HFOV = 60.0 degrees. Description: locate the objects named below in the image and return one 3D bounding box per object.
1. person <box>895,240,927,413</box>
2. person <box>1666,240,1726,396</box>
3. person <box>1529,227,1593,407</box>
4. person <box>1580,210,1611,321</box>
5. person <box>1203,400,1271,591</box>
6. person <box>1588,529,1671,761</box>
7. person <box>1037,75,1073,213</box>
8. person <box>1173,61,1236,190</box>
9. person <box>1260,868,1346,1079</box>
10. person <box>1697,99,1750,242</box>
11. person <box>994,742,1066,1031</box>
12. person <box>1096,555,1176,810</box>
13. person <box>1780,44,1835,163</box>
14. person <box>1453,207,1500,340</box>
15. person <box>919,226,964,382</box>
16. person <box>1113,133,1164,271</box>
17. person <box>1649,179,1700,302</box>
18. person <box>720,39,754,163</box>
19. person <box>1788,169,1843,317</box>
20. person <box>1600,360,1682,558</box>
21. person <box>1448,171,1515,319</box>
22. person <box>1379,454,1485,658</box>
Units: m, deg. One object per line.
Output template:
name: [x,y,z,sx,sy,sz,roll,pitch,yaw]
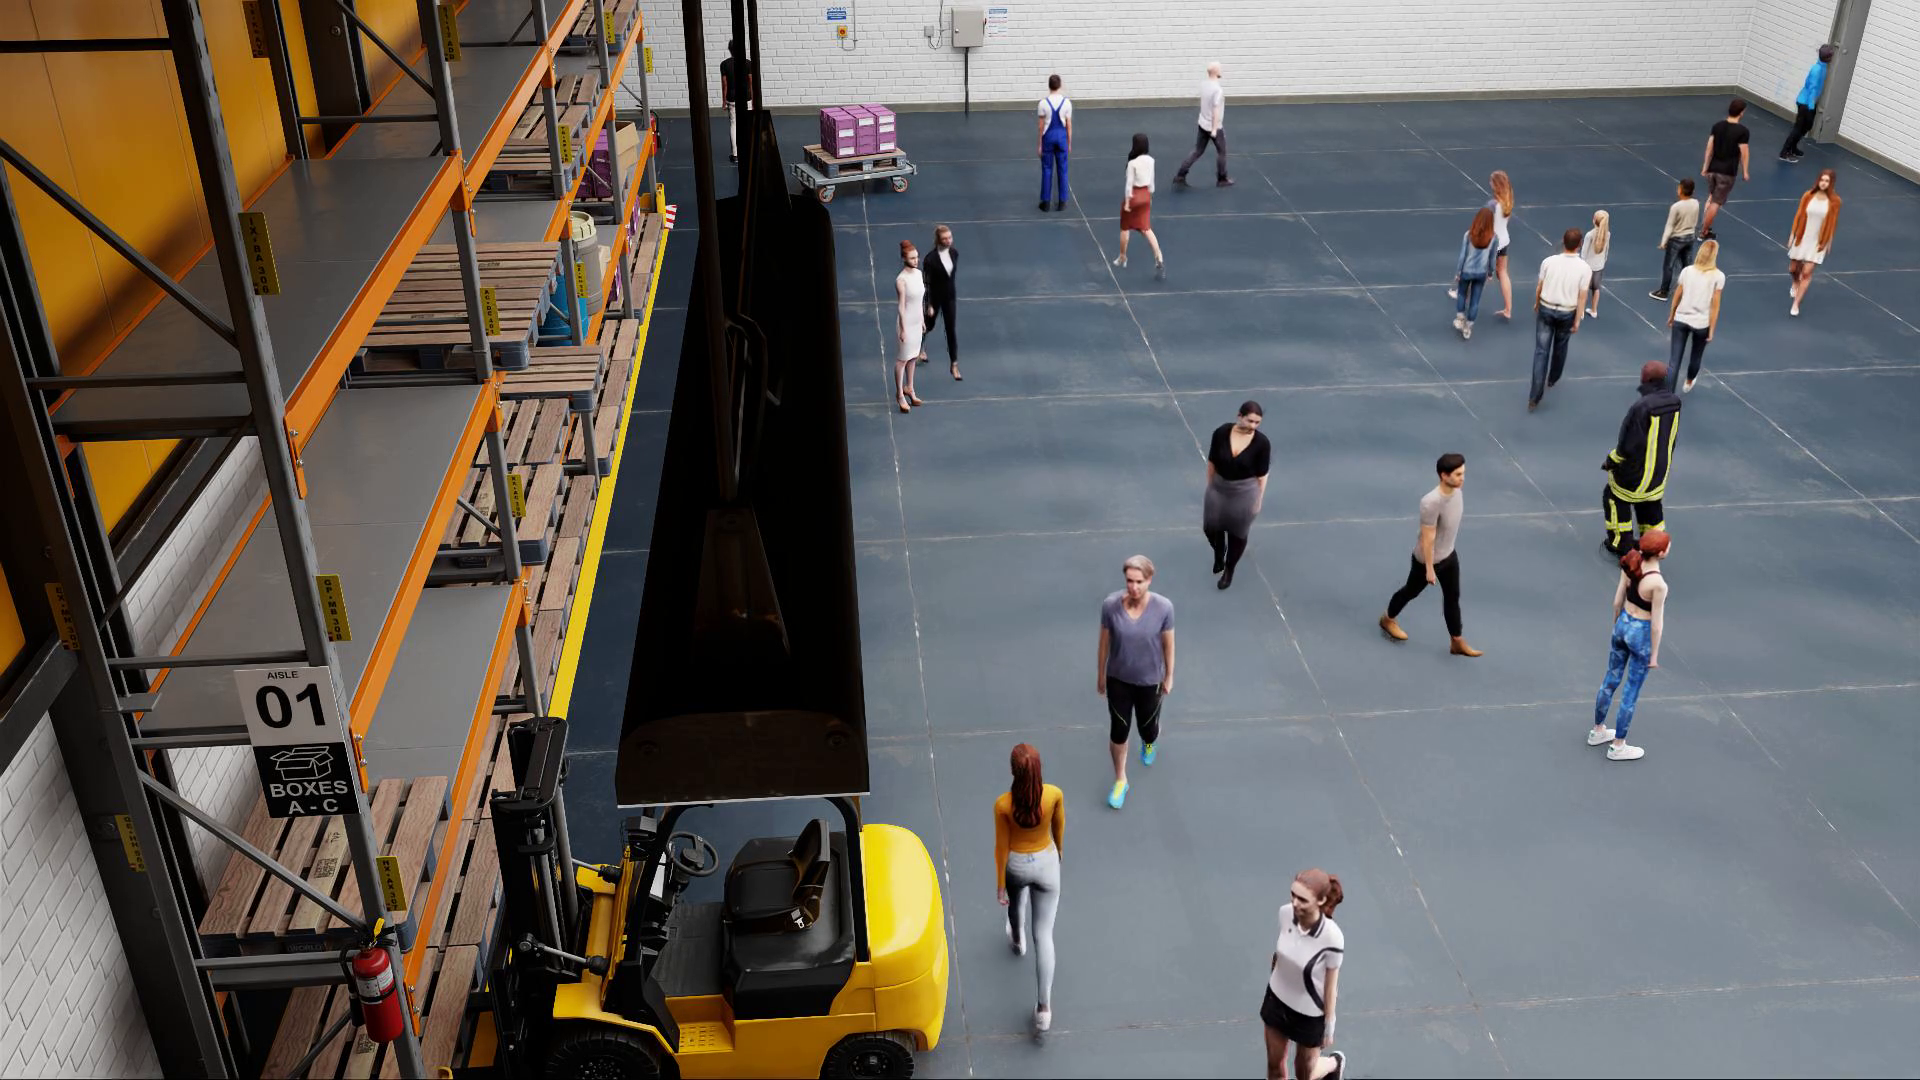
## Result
person: [-0.515,-2.169,16.876,0.706,1.793,0.617,17,33,28]
person: [7.367,-2.114,16.807,1.043,1.763,1.208,16,32,26]
person: [6.063,-2.244,17.002,1.047,1.803,1.323,11,31,20]
person: [7.354,-3.202,19.315,0.573,1.271,0.587,-10,30,-18]
person: [2.295,-0.393,13.688,0.821,1.729,0.857,16,32,26]
person: [4.691,0.720,11.588,0.698,1.785,0.610,-11,31,-20]
person: [1.293,-5.455,22.841,0.630,1.849,0.571,-1,29,-2]
person: [3.462,-5.858,23.624,0.968,1.806,1.209,-11,30,-19]
person: [1.805,2.386,8.586,0.921,1.735,0.901,-24,36,-36]
person: [9.849,-4.782,21.612,0.854,1.845,0.757,-16,32,-27]
person: [0.421,1.959,9.402,0.604,1.703,1.203,-3,29,-5]
person: [1.177,0.895,11.181,0.828,1.866,1.007,6,29,12]
person: [12.639,-6.541,24.922,0.853,1.762,0.789,13,31,22]
person: [5.784,-2.980,18.713,0.684,1.457,0.776,5,29,9]
person: [-0.263,-2.555,17.721,0.966,1.660,1.191,-18,34,-30]
person: [2.241,-4.120,20.522,0.949,1.726,1.142,-19,34,-30]
person: [8.575,-3.561,19.776,0.697,1.459,0.640,-8,30,-14]
person: [-3.324,-6.602,24.992,0.683,1.804,0.627,-6,29,-10]
person: [9.954,-3.509,19.424,0.913,1.705,1.001,18,33,29]
person: [5.797,-0.626,14.054,0.911,1.786,0.939,-10,30,-17]
person: [6.230,-3.351,19.177,0.986,1.664,1.207,-16,33,-27]
person: [3.594,0.089,12.856,1.041,1.679,1.197,-22,36,-35]
